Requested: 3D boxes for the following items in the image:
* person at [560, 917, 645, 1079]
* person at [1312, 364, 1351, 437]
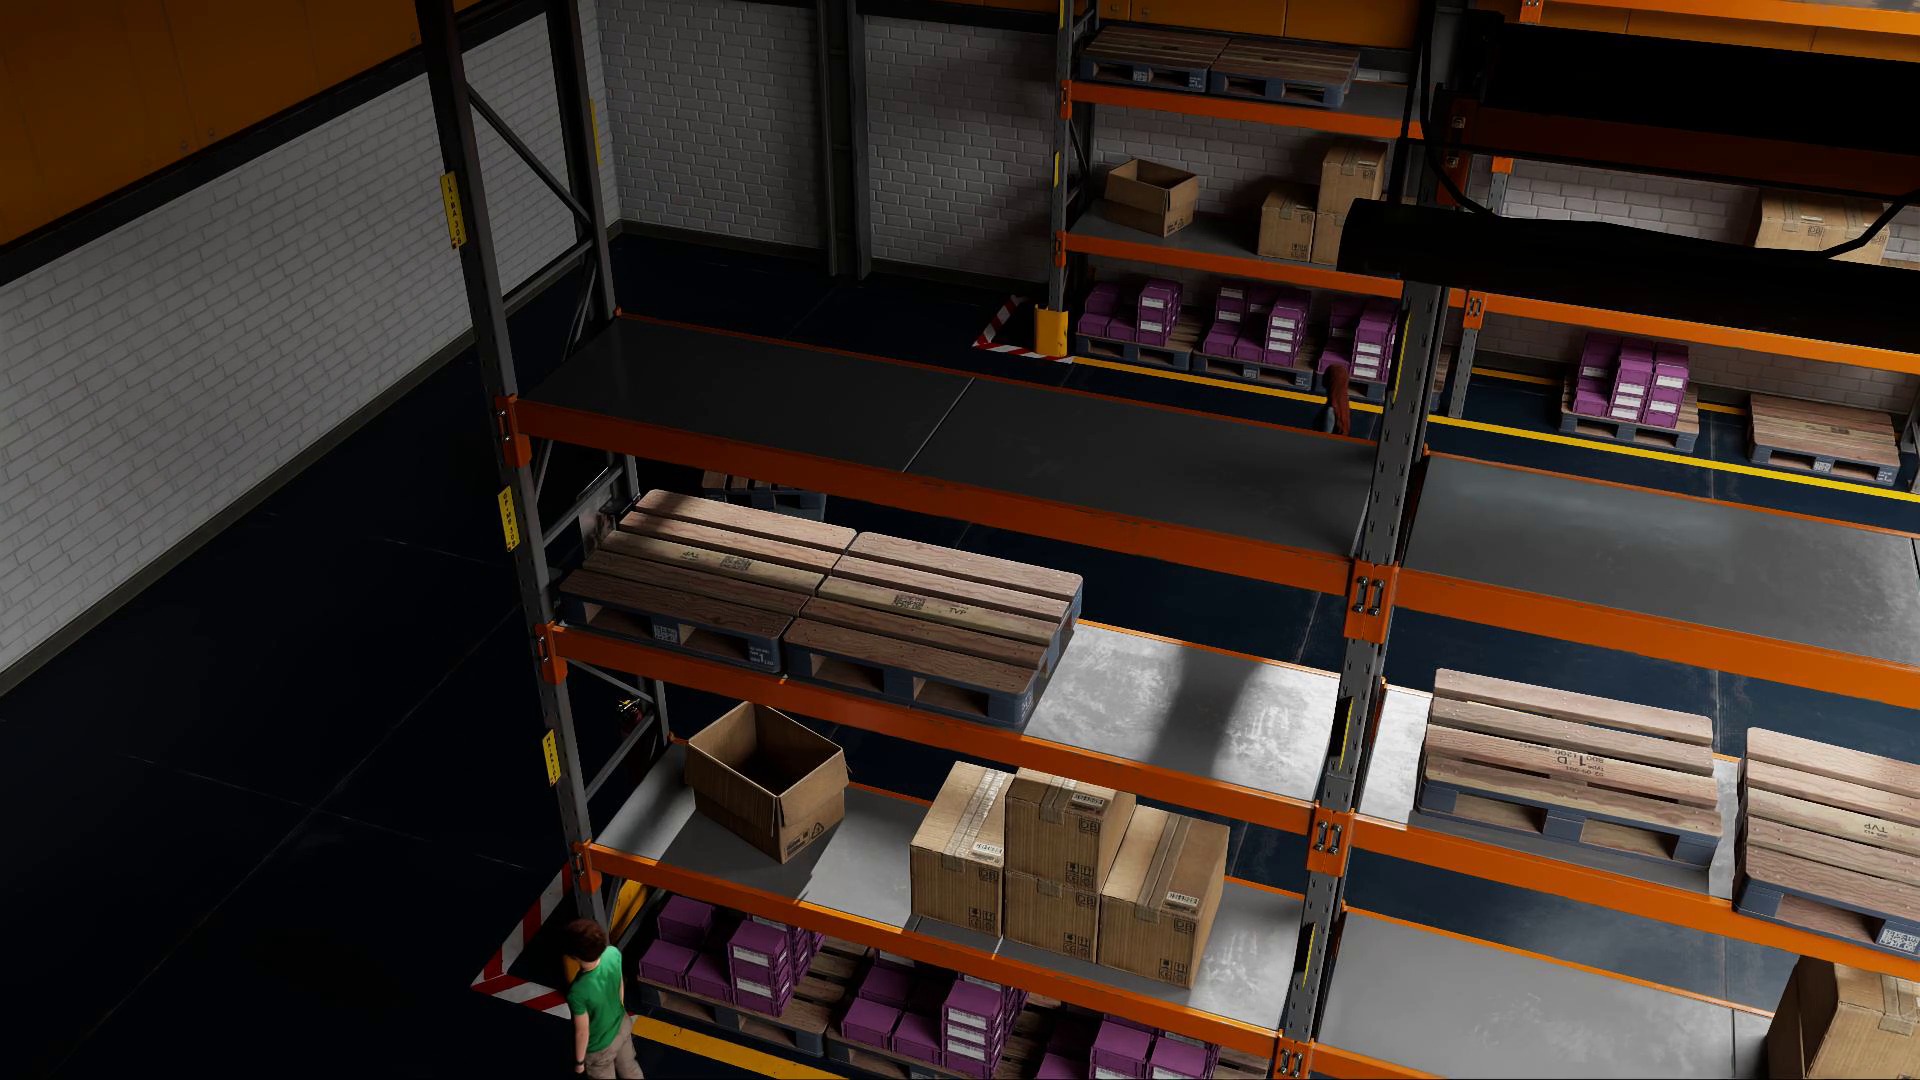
[{"bbox_3d":[-1.853,2.589,8.691,0.532,1.651,0.583,14,36,20],"label":"person"},{"bbox_3d":[2.964,-0.635,13.457,0.589,1.743,0.621,18,37,25],"label":"person"}]
